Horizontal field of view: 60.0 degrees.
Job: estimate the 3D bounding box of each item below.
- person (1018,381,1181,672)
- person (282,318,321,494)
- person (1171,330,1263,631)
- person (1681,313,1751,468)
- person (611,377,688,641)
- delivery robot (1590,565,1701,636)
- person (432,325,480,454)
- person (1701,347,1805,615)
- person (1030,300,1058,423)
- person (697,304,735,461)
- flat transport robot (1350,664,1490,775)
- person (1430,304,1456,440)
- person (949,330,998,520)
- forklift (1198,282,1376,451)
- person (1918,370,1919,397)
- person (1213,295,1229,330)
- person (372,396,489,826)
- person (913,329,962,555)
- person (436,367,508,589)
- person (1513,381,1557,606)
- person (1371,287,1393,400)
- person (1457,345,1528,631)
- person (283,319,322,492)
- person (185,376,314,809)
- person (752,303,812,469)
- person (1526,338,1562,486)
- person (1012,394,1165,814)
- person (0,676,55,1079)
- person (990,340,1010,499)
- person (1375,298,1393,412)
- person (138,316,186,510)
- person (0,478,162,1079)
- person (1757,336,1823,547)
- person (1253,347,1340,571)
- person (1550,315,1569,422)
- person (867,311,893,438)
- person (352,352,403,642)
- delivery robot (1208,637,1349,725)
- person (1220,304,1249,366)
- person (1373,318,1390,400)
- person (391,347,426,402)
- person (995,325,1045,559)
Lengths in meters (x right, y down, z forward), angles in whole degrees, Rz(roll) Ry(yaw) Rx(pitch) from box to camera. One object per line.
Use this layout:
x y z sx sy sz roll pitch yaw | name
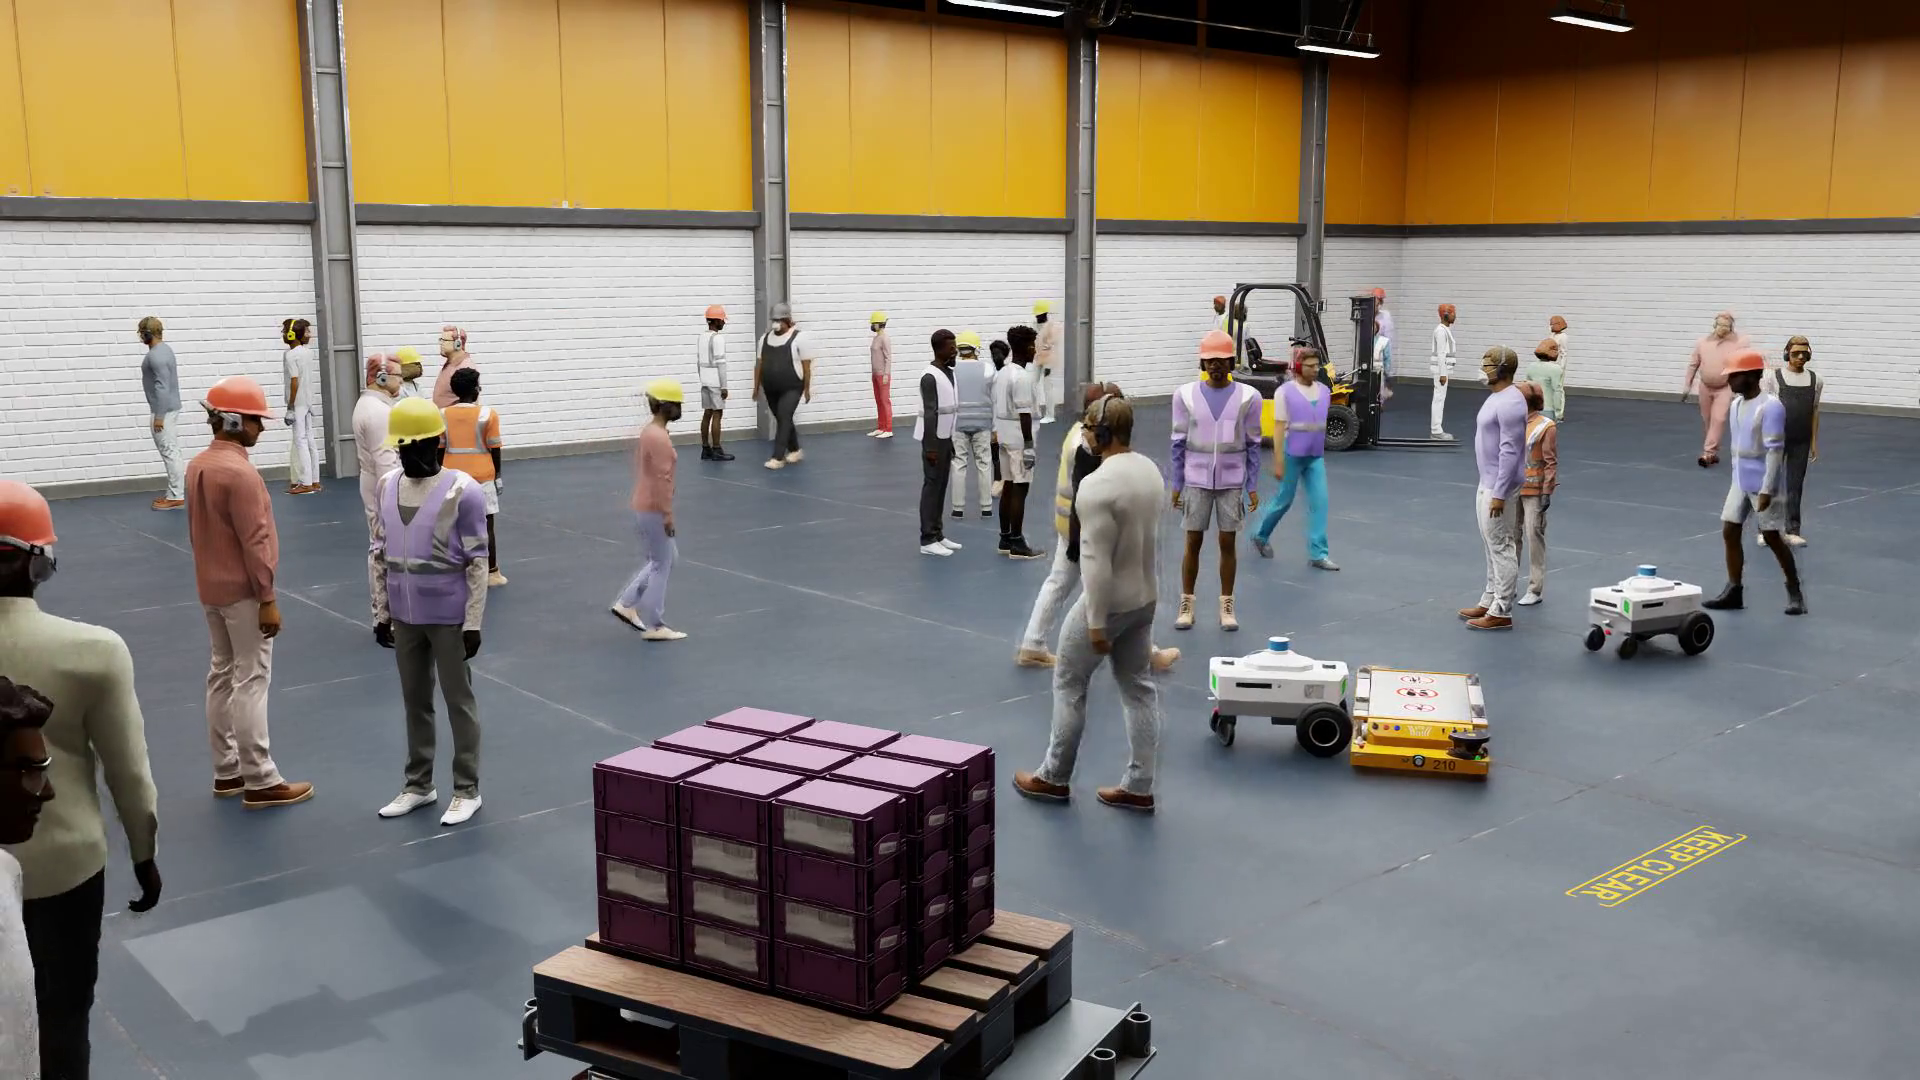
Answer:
0.819 -0.073 10.140 1.003 1.786 0.630 -1 10 -3 | person
-7.076 -1.427 17.783 0.328 1.877 0.510 0 10 1 | person
1.727 -0.396 11.248 0.609 2.044 0.395 2 10 9 | person
9.036 -1.790 19.970 0.992 1.844 0.694 -9 13 -43 | person
-1.998 -0.198 10.952 0.454 1.746 0.561 -3 10 -16 | person
4.385 0.404 10.642 0.707 0.478 0.477 -5 11 -25 | delivery robot
-4.575 -0.987 15.096 0.409 1.913 0.642 -7 12 -34 | person
5.734 -0.418 11.845 0.724 1.902 0.563 -2 10 -10 | person
1.210 -2.676 25.073 0.653 1.875 0.677 -6 11 -32 | person
-3.038 -1.954 20.678 0.376 1.936 0.549 -8 12 -37 | person
2.411 0.917 8.745 0.652 0.197 1.431 3 10 15 | flat transport robot
6.669 -2.313 22.944 0.356 1.884 0.574 3 10 17 | person
0.092 -1.096 15.985 0.587 1.826 0.404 -1 10 -3 | person
4.328 -2.346 22.227 2.313 2.155 1.214 3 10 16 | forklift
12.115 -1.839 20.456 0.593 1.795 0.909 6 11 32 | person
4.491 -3.240 28.413 0.395 1.872 0.593 -3 10 -19 | person
-2.376 0.315 7.438 0.586 1.924 0.370 4 10 20 | person
-0.188 -0.840 14.217 0.393 1.919 0.590 3 10 15 | person
-3.732 -0.466 12.661 0.535 1.699 0.321 1 10 4 | person
4.113 -0.344 12.137 0.310 1.636 0.523 -5 11 -28 | person
7.256 -3.419 29.109 1.078 1.987 0.625 -9 13 -44 | person
3.643 -0.352 11.298 0.373 1.940 0.628 2 10 9 | person
-7.112 -1.450 17.944 0.310 1.864 0.534 -2 10 -13 | person
-3.310 0.242 7.684 0.609 1.986 0.391 9 13 42 | person
-2.146 -1.912 20.134 0.694 2.000 1.052 5 11 25 | person
6.464 -1.416 18.421 0.280 1.633 0.498 -4 11 -24 | person
0.600 0.286 7.648 0.784 1.913 0.638 8 12 39 | person
-1.707 1.151 2.766 0.468 1.846 0.562 -1 10 -3 | person
0.377 -1.280 17.569 0.538 1.656 0.842 5 11 26 | person
6.608 -2.952 26.725 0.674 1.886 0.742 8 12 38 | person
-7.988 -1.265 16.653 0.369 1.935 0.630 -3 10 -19 | person
-2.401 0.824 4.307 0.627 1.969 0.595 -1 10 -7 | person
7.246 -0.857 14.532 0.508 1.846 0.345 1 10 3 | person
2.766 -0.689 13.659 0.579 1.812 0.910 -5 11 -29 | person
9.095 -2.609 25.404 0.278 1.633 0.497 -1 10 -6 | person
-1.128 -2.304 23.236 0.316 1.767 0.535 -4 11 -23 | person
-3.770 -0.285 11.008 0.410 1.907 0.642 -5 11 -25 | person
1.646 0.747 8.635 0.707 0.478 0.477 2 10 9 | delivery robot
4.163 -2.652 25.193 0.479 1.827 0.642 -4 10 -20 | person
6.096 -2.475 24.655 0.519 1.625 0.568 2 10 11 | person
-4.809 -0.822 14.617 0.288 1.746 0.487 0 10 3 | person
0.495 -0.825 13.984 0.361 1.964 0.613 -3 10 -17 | person
